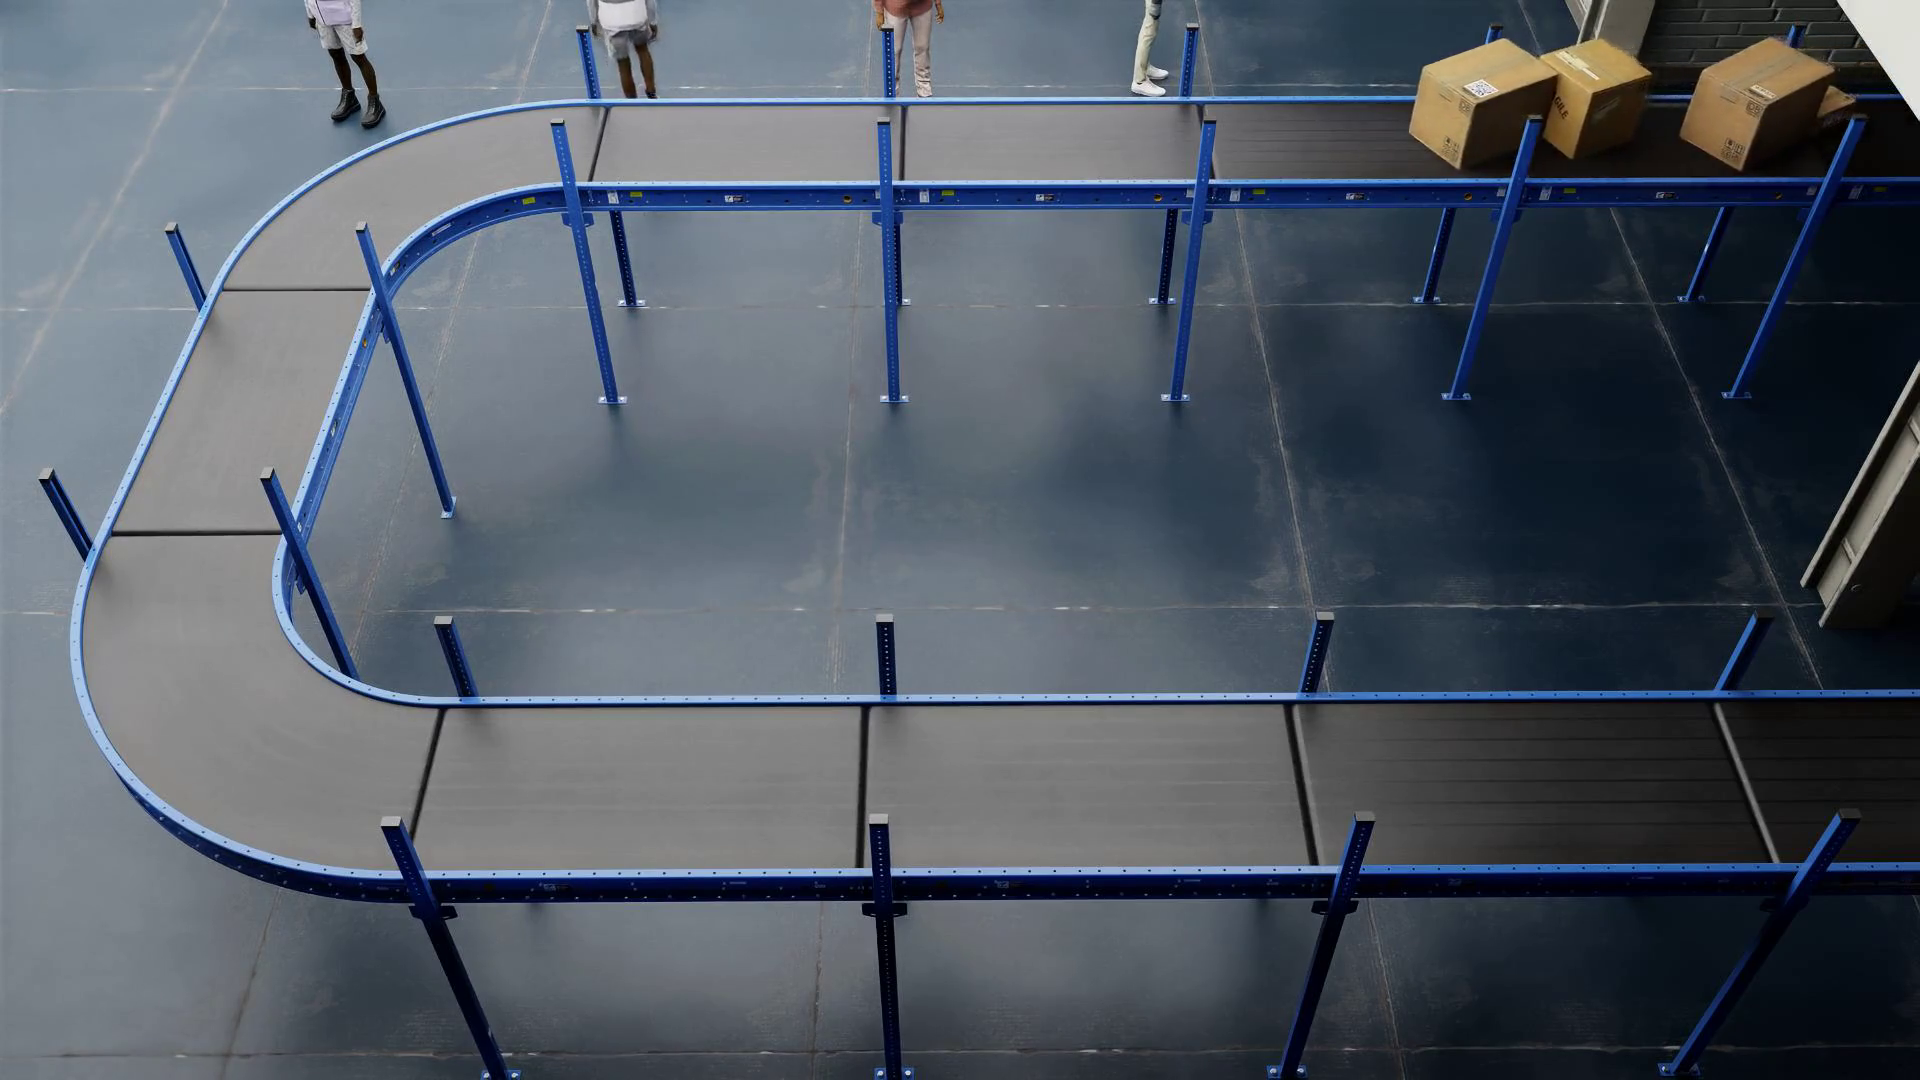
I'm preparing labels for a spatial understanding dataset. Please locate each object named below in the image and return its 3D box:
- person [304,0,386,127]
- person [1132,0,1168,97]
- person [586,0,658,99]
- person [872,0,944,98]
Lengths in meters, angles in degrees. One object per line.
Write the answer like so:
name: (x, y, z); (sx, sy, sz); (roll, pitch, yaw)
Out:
person: (-5.088, -4.266, 13.935); (0.543, 1.938, 0.357); (16, 49, 15)
person: (1.649, -4.605, 14.311); (0.318, 1.857, 0.520); (5, 47, 5)
person: (-2.742, -4.276, 13.965); (0.544, 1.915, 0.553); (-16, 49, -14)
person: (-0.414, -4.367, 13.991); (0.611, 1.995, 0.381); (-15, 49, -13)
